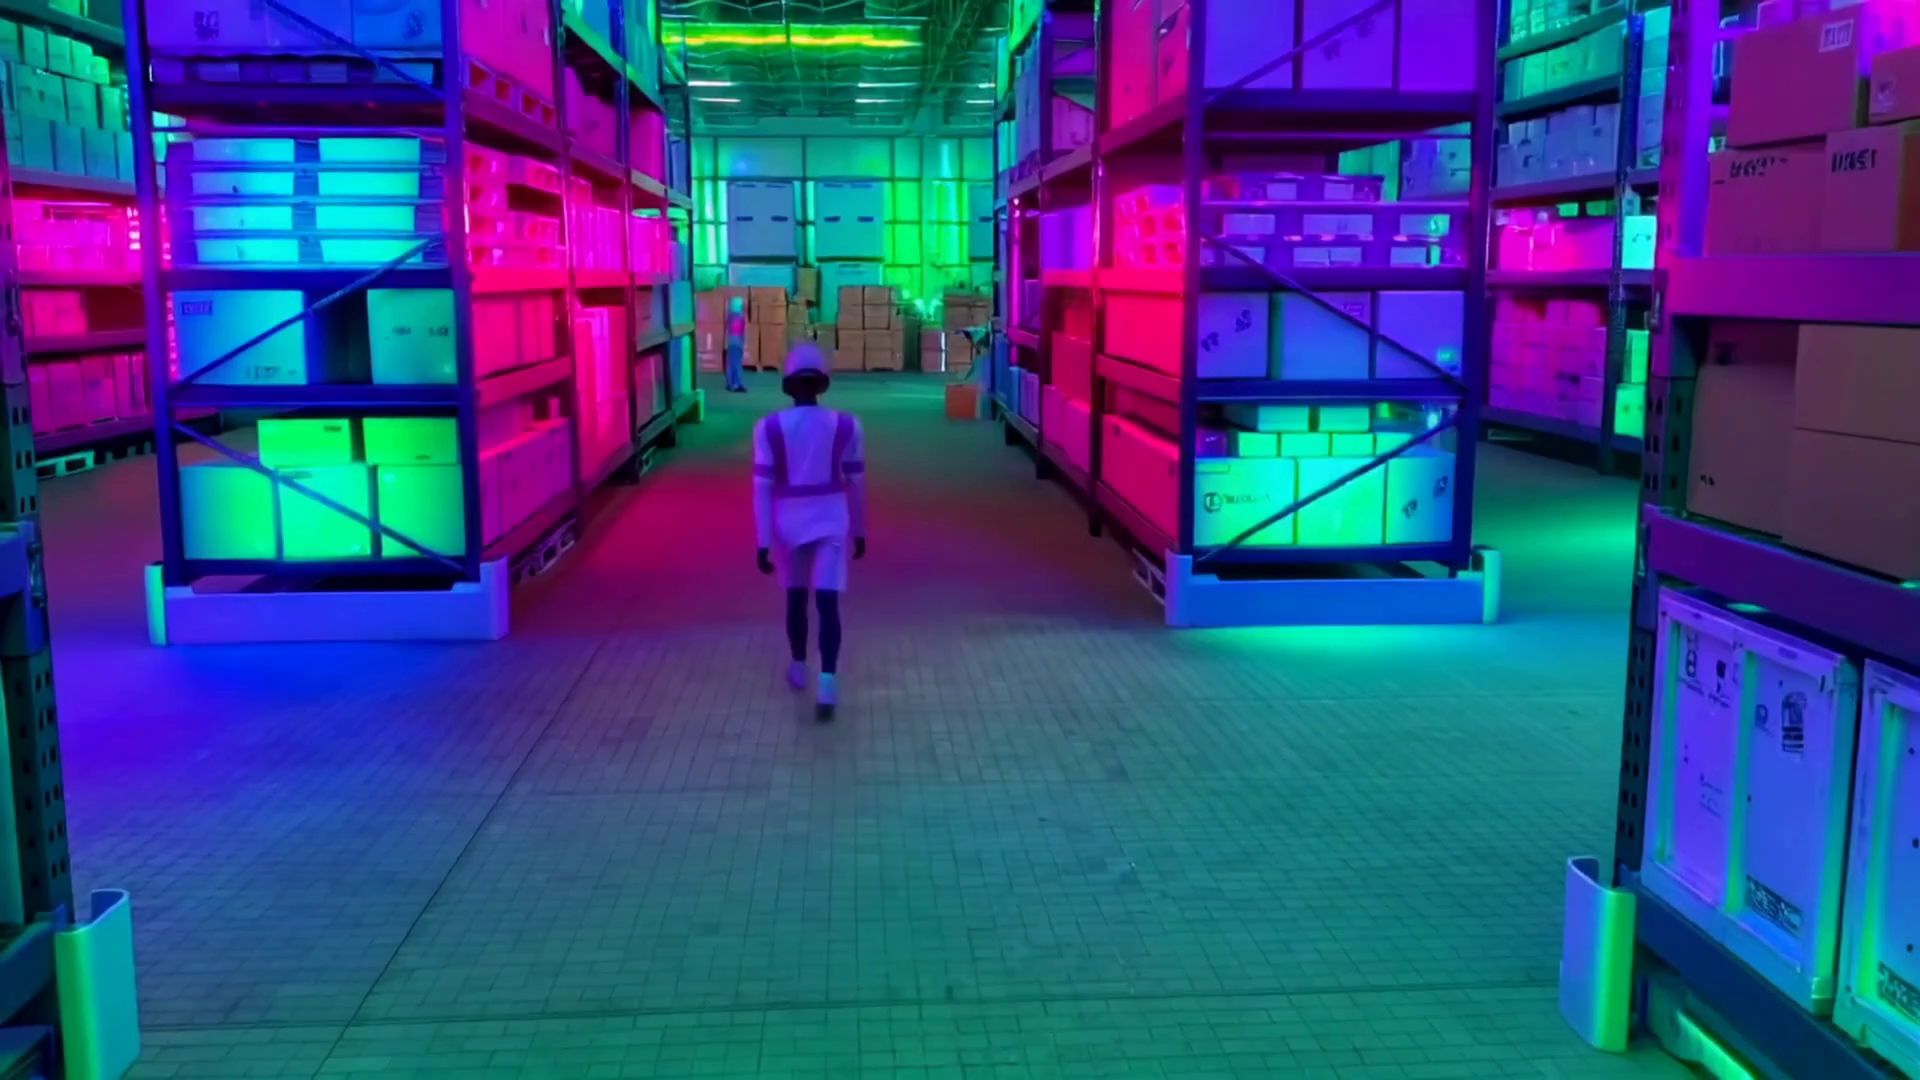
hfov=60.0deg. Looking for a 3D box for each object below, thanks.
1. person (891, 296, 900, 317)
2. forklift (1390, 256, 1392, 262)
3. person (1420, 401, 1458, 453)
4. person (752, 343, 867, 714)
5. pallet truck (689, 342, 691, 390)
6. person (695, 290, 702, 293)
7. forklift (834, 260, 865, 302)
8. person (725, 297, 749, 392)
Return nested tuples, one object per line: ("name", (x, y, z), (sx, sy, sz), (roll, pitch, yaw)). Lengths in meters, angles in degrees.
("person", (-2.223, -7.626, 57.600), (0.306, 1.640, 0.522), (1, 9, 4))
("forklift", (10.311, -5.611, 41.062), (1.873, 2.768, 1.129), (-1, 9, -4))
("person", (5.419, -1.424, 18.695), (0.532, 1.630, 0.417), (0, 9, 1))
("person", (-0.815, -0.073, 9.093), (0.623, 1.997, 1.051), (-1, 9, -8))
("pallet truck", (-5.225, -3.008, 27.480), (1.885, 1.965, 0.823), (2, 9, 14))
("person", (-8.205, -6.966, 52.723), (1.027, 1.881, 0.620), (0, 9, 2))
("forklift", (-3.397, -7.253, 51.370), (1.129, 2.768, 1.873), (-1, 9, -4))
("person", (-4.531, -3.942, 33.613), (0.391, 1.913, 0.587), (-4, 10, -24))
